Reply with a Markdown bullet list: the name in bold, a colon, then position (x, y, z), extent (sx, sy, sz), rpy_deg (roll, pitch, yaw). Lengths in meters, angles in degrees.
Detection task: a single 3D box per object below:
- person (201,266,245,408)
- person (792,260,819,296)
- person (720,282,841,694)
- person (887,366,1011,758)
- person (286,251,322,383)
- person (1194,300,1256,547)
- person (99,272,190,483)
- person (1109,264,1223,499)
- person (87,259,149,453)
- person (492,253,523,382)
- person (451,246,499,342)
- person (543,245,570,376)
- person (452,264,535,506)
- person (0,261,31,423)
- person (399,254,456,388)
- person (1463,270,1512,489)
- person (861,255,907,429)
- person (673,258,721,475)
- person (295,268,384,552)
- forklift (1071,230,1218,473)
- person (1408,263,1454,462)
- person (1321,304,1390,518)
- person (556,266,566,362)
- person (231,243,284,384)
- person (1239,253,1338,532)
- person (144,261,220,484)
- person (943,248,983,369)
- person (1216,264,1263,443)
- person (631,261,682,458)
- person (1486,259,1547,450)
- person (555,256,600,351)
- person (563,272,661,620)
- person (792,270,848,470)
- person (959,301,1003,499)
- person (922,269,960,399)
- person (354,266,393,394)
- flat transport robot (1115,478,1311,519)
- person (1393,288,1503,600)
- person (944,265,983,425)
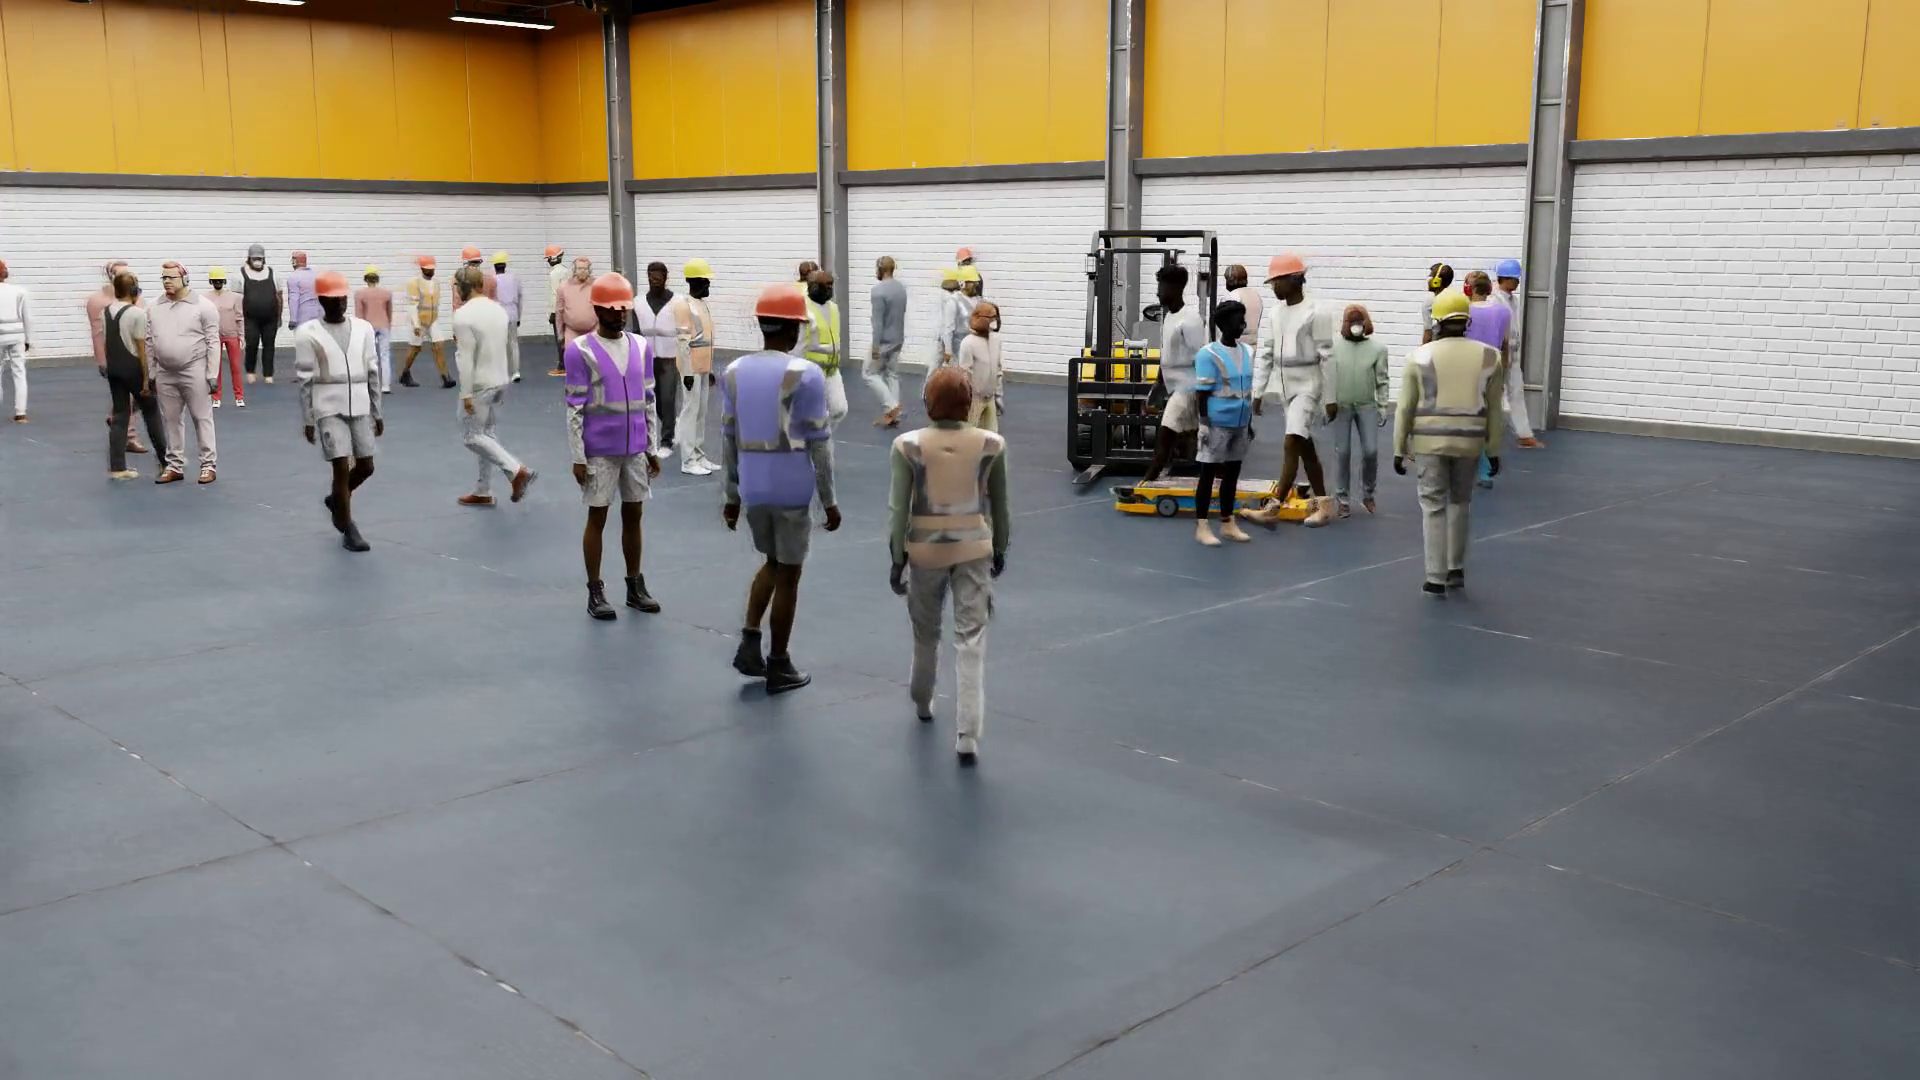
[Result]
- **person**: position (-9.139, -2.511, 20.614), extent (0.518, 1.755, 0.355), rpy_deg (-5, 12, -26)
- **person**: position (-1.850, -2.442, 20.024), extent (0.484, 1.832, 0.642), rpy_deg (-7, 13, -34)
- **person**: position (-0.832, -0.233, 7.761), extent (0.551, 1.918, 0.410), rpy_deg (7, 12, 32)
- **person**: position (-0.040, 0.073, 6.980), extent (0.534, 1.587, 0.888), rpy_deg (-1, 10, -5)
- **person**: position (-9.522, -3.228, 24.122), extent (0.403, 1.904, 0.651), rpy_deg (3, 11, 17)
- **person**: position (1.832, -0.804, 11.463), extent (0.540, 1.695, 0.315), rpy_deg (-8, 13, -36)
- **person**: position (-7.190, -1.430, 14.577), extent (0.556, 1.809, 0.784), rpy_deg (3, 11, 17)
- **person**: position (1.690, -1.188, 12.980), extent (1.027, 1.899, 0.599), rpy_deg (-1, 10, -4)
- **person**: position (-8.282, -1.807, 16.393), extent (0.584, 1.898, 0.641), rpy_deg (5, 11, 24)
- **person**: position (-6.665, -3.255, 24.360), extent (0.595, 1.889, 0.973), rpy_deg (-5, 12, -26)
- **person**: position (-6.149, -2.712, 21.082), extent (0.626, 1.994, 0.419), rpy_deg (-8, 13, -38)
- **person**: position (-6.118, -3.493, 25.343), extent (0.390, 1.986, 0.609), rpy_deg (1, 10, 4)
- **person**: position (-3.654, -1.181, 12.937), extent (0.684, 1.916, 0.627), rpy_deg (3, 11, 18)
- **person**: position (-10.969, -2.270, 19.060), extent (0.585, 1.851, 0.831), rpy_deg (-9, 14, -42)
- **person**: position (-7.492, -3.055, 23.271), extent (1.015, 1.880, 0.593), rpy_deg (7, 12, 33)
- **person**: position (4.327, -1.331, 13.956), extent (0.563, 1.838, 0.389), rpy_deg (-2, 11, -11)
- **person**: position (-0.834, -2.171, 18.312), extent (0.447, 1.916, 0.650), rpy_deg (5, 12, 27)
- **person**: position (-2.349, -1.553, 14.920), extent (0.369, 1.928, 0.585), rpy_deg (2, 11, 11)
- **person**: position (-4.244, -0.893, 11.354), extent (0.555, 1.917, 0.656), rpy_deg (-10, 14, -42)
- **forklift**: position (1.804, -1.825, 15.677), extent (1.214, 2.155, 2.313), rpy_deg (2, 11, 13)
- **person**: position (4.469, -1.653, 15.610), extent (0.532, 1.876, 0.321), rpy_deg (-7, 12, -32)
- **person**: position (2.991, -0.976, 12.612), extent (0.523, 1.618, 0.362), rpy_deg (1, 10, 7)
- **person**: position (-6.681, -3.819, 28.081), extent (0.278, 1.631, 0.505), rpy_deg (10, 14, 43)
- **person**: position (-10.001, -3.235, 23.785), extent (0.683, 2.000, 0.557), rpy_deg (-7, 12, -33)
- **person**: position (2.353, -1.056, 12.028), extent (0.985, 1.993, 0.637), rpy_deg (-5, 12, -27)
- **person**: position (-6.700, -1.432, 14.315), extent (0.637, 1.911, 0.406), rpy_deg (0, 10, 2)
- **person**: position (0.034, -3.138, 23.507), extent (0.658, 1.938, 1.017), rpy_deg (-9, 14, -42)
- **person**: position (2.810, -1.884, 16.983), extent (0.429, 1.838, 0.622), rpy_deg (9, 14, 41)
- **person**: position (-2.877, -1.767, 16.193), extent (0.624, 1.890, 0.749), rpy_deg (2, 11, 10)
- **person**: position (5.403, -1.863, 16.713), extent (1.012, 1.899, 0.634), rpy_deg (10, 14, 44)
- **person**: position (-4.493, -2.437, 19.880), extent (0.672, 1.868, 0.818), rpy_deg (-2, 11, -10)
- **person**: position (-1.915, -0.520, 9.285), extent (0.541, 1.931, 0.379), rpy_deg (-9, 14, -41)
- **person**: position (-1.290, -1.527, 15.072), extent (0.446, 1.824, 0.639), rpy_deg (8, 13, 38)
- **person**: position (0.159, -1.091, 13.258), extent (0.359, 1.615, 0.507), rpy_deg (8, 13, 37)
- **person**: position (-0.077, -2.666, 21.622), extent (0.889, 1.696, 0.498), rpy_deg (-1, 10, -5)
- **person**: position (-7.942, -2.847, 22.567), extent (0.531, 1.706, 0.933), rpy_deg (-6, 12, -32)
- **flat transport robot**: position (1.959, -0.336, 12.806), extent (1.431, 0.197, 0.652), rpy_deg (3, 11, 15)
- **person**: position (2.860, -0.569, 9.837), extent (0.617, 1.817, 0.566), rpy_deg (0, 10, 1)
- **person**: position (0.014, -2.210, 18.850), extent (0.820, 1.811, 0.610), rpy_deg (8, 13, 36)
